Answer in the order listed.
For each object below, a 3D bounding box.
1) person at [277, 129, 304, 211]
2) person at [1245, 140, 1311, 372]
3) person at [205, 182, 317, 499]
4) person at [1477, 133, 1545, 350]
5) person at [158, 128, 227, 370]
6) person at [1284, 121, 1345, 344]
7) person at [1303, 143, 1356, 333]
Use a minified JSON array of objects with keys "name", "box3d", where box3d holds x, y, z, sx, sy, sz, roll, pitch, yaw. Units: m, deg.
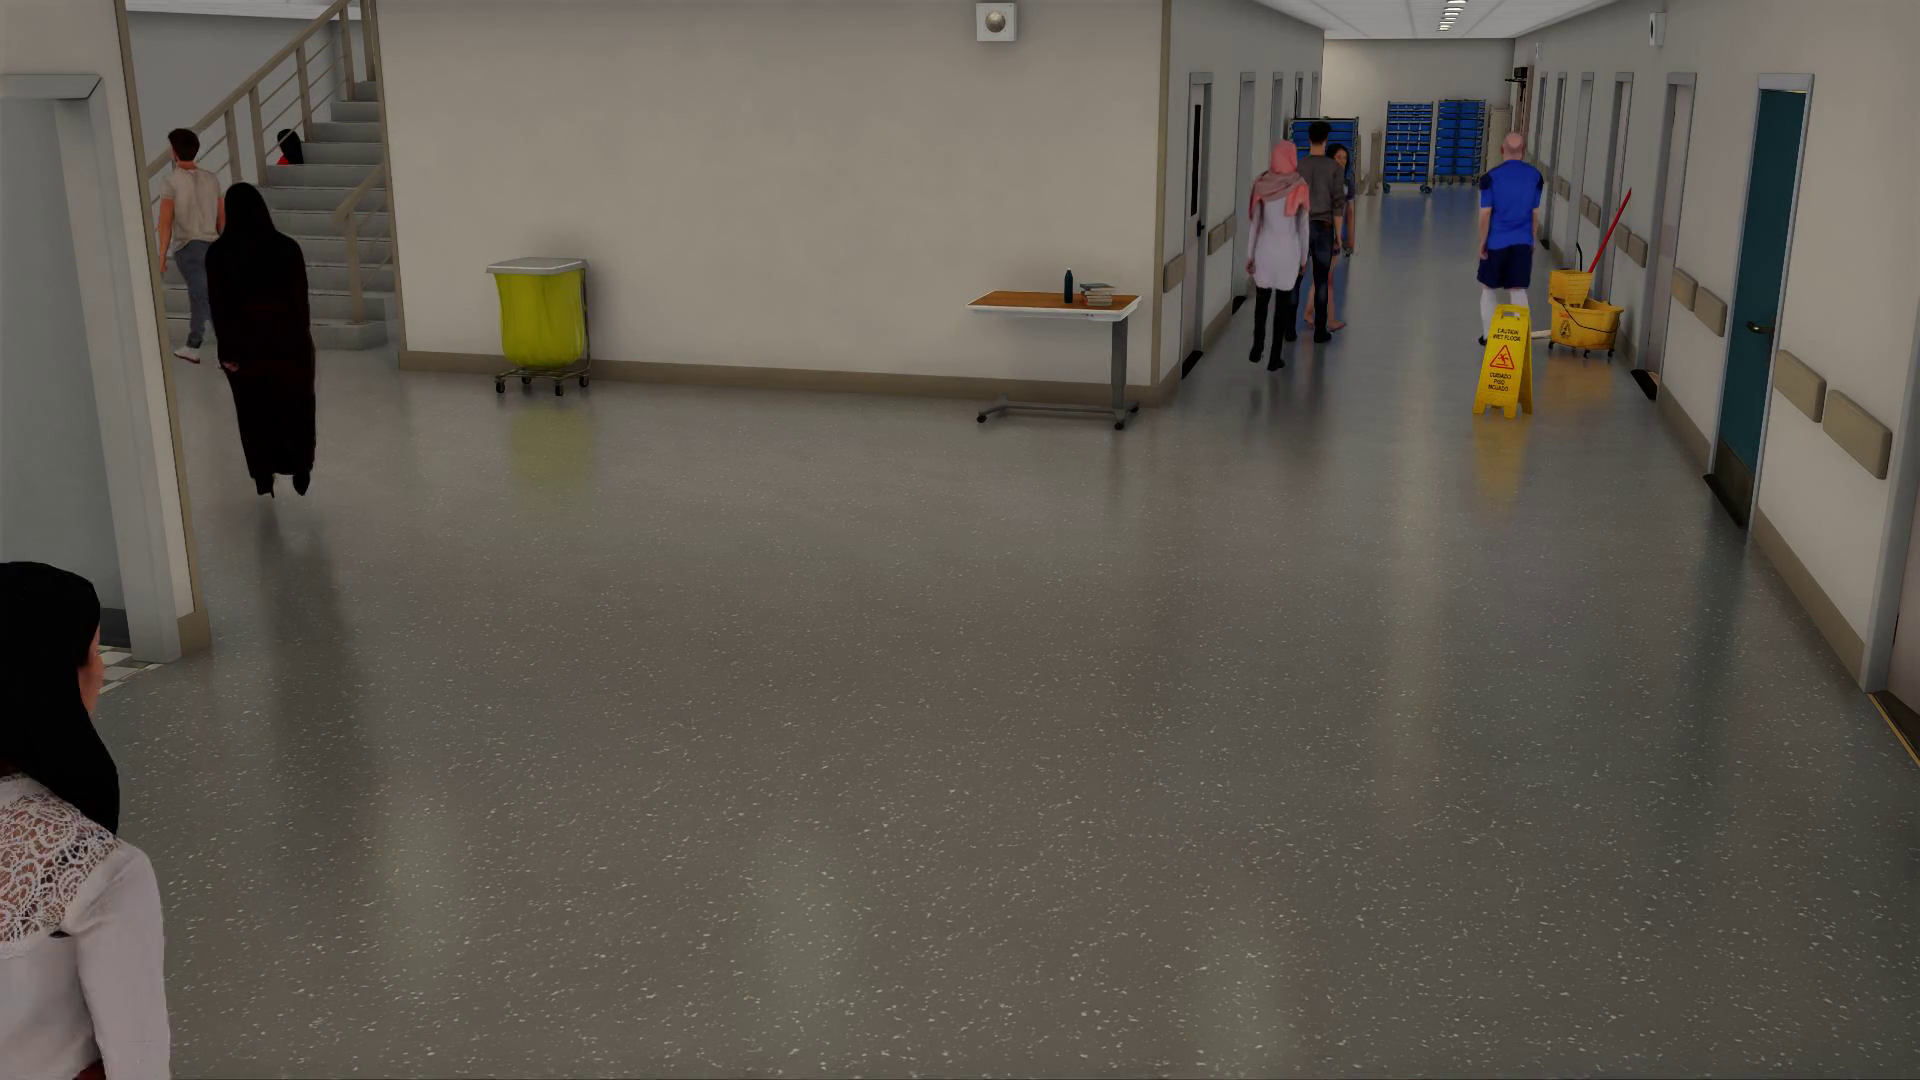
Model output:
[{"name":"person","box3d":[-6.900,-3.382,17.305,0.681,1.749,0.556,3,16,10]},{"name":"person","box3d":[2.469,-2.199,13.021,0.668,1.796,0.742,5,16,17]},{"name":"person","box3d":[-3.702,-1.011,8.925,1.004,1.732,1.102,-7,17,-25]},{"name":"person","box3d":[4.572,-2.434,13.818,0.771,1.816,1.174,2,16,6]},{"name":"person","box3d":[-5.919,-2.226,13.011,0.971,1.853,1.212,10,18,31]},{"name":"person","box3d":[3.091,-2.703,14.618,0.665,1.900,0.539,4,16,15]},{"name":"person","box3d":[3.306,-2.729,15.162,0.986,1.655,1.151,-5,17,-19]}]
